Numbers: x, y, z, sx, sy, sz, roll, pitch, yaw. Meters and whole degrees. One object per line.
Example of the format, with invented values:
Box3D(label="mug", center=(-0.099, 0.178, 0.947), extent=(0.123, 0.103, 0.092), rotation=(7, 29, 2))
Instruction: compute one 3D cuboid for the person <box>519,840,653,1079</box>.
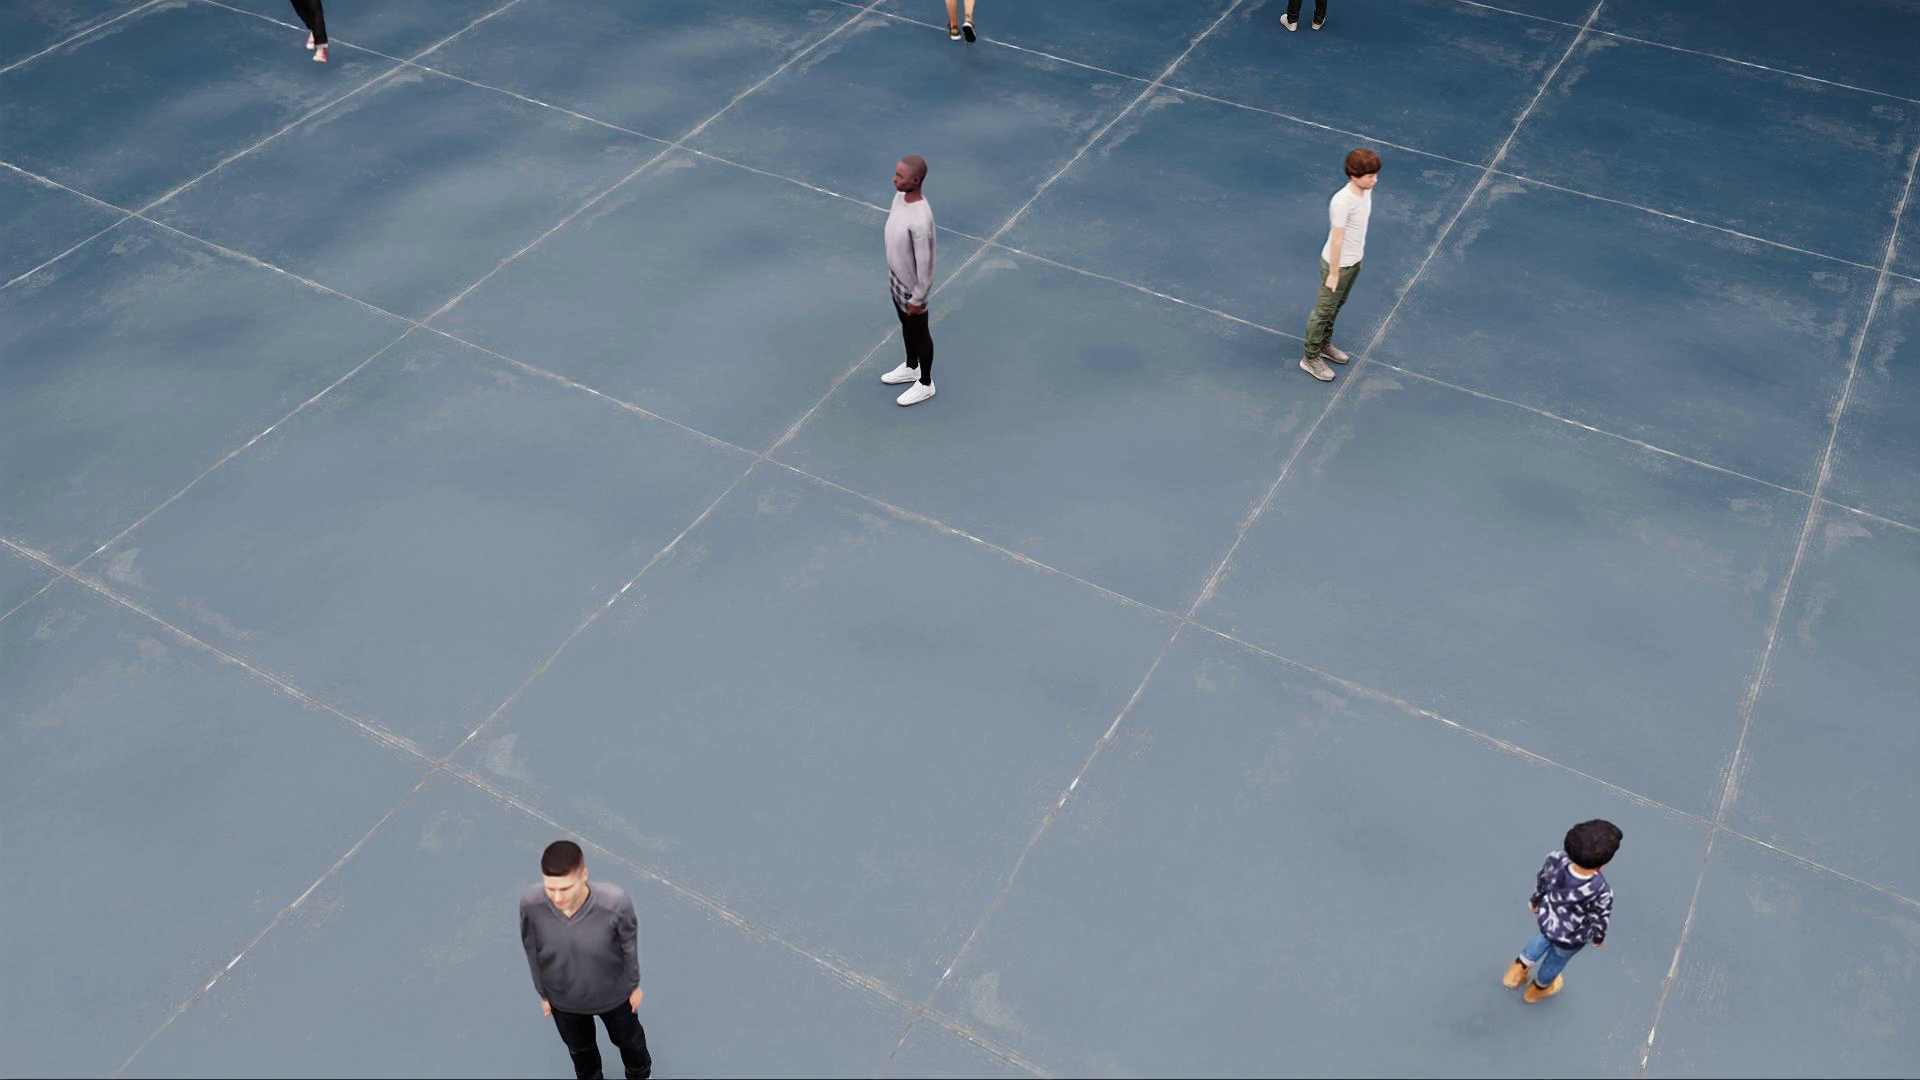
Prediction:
Box3D(label="person", center=(-1.531, 1.841, 6.890), extent=(0.702, 1.761, 0.728), rotation=(-3, 42, -4))

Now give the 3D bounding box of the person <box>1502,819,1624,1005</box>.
Box3D(label="person", center=(2.680, 1.697, 7.433), extent=(0.656, 1.243, 0.603), rotation=(-21, 46, -21))

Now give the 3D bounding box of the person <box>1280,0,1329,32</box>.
Box3D(label="person", center=(3.188, -5.450, 14.921), extent=(0.721, 1.757, 0.724), rotation=(0, 42, 0))

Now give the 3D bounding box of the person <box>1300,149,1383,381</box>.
Box3D(label="person", center=(2.531, -1.851, 11.035), extent=(0.661, 1.653, 0.495), rotation=(26, 48, 26))

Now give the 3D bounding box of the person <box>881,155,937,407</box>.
Box3D(label="person", center=(-0.305, -1.693, 10.772), extent=(0.729, 1.772, 0.699), rotation=(-16, 45, -17))
